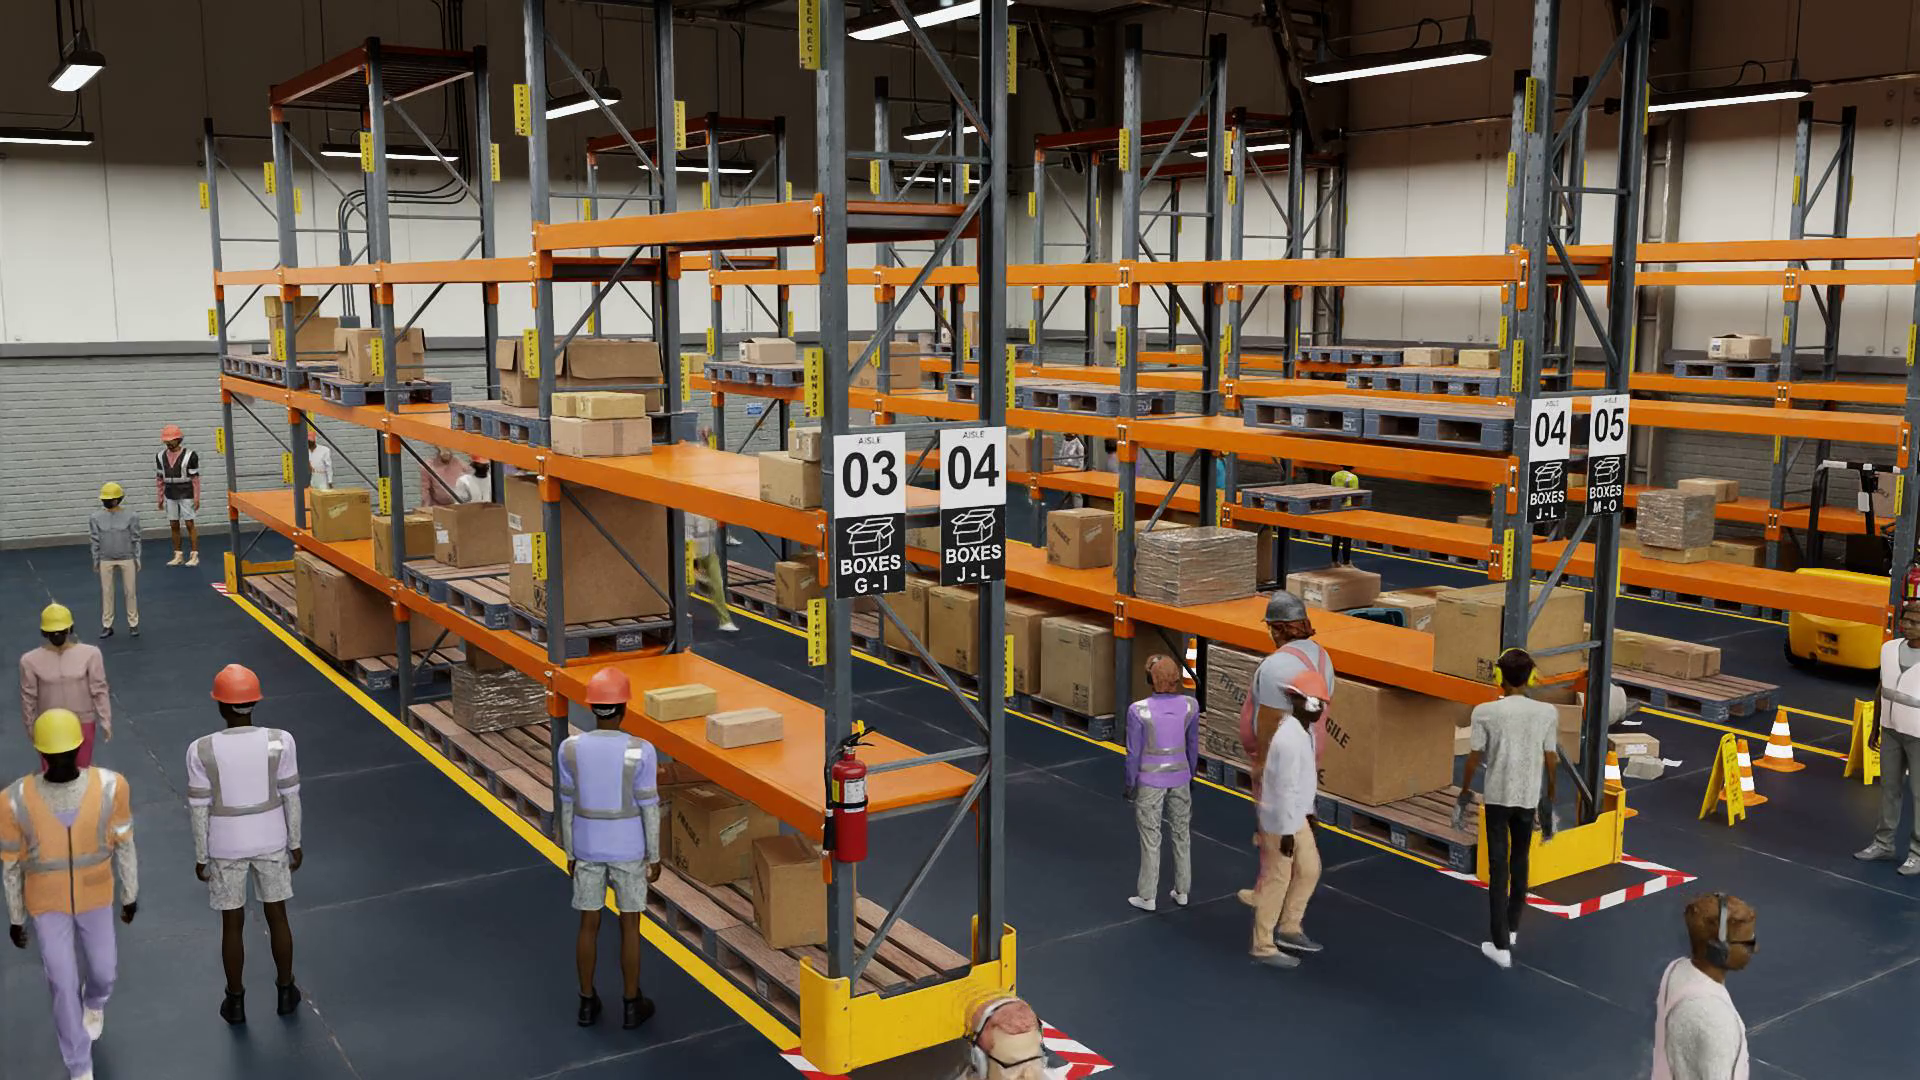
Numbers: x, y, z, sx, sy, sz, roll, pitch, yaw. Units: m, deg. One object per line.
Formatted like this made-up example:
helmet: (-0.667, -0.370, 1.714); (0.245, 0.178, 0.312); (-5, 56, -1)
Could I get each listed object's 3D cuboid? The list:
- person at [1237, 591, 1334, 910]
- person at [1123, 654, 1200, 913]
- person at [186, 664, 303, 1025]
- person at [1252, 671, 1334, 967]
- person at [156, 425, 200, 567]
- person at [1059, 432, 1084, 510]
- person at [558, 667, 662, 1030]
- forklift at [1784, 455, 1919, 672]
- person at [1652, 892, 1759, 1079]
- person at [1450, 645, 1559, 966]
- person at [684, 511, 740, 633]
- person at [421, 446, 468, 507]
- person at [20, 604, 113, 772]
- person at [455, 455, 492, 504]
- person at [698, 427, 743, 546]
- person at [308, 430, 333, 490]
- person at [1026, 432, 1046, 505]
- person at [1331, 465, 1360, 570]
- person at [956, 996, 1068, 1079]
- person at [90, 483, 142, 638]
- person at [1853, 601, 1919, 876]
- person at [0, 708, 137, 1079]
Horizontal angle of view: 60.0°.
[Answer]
person: (2.055, 1.313, 10.617); (0.535, 2.000, 0.689); (8, 11, 42)
person: (1.273, 1.532, 10.489); (0.511, 1.641, 0.309); (-3, 9, -20)
person: (-3.818, 1.619, 8.918); (0.551, 1.940, 0.352); (-4, 10, -26)
person: (1.952, 1.617, 9.706); (0.435, 1.714, 0.569); (3, 9, 20)
person: (-11.059, -0.616, 23.510); (0.611, 2.031, 0.411); (1, 9, 4)
person: (1.804, -1.045, 27.040); (0.403, 1.824, 0.588); (-5, 10, -29)
person: (-1.850, 1.631, 8.873); (0.540, 1.930, 0.387); (1, 9, 7)
forklift: (9.643, 0.253, 17.172); (2.313, 2.155, 1.214); (-6, 10, -33)
person: (2.571, 2.130, 5.954); (0.844, 1.817, 0.516); (2, 9, 11)
person: (3.190, 1.536, 9.792); (0.574, 1.863, 0.574); (0, 9, 0)
person: (-2.981, 0.112, 19.118); (0.924, 1.892, 0.598); (7, 11, 38)
person: (-7.176, -0.479, 23.188); (0.652, 1.859, 0.993); (-4, 9, -23)
person: (-6.228, 1.312, 11.626); (0.540, 1.731, 0.821); (-5, 10, -31)
person: (-5.986, -0.178, 20.724); (0.614, 2.003, 1.026); (-5, 10, -29)
person: (-3.902, -0.810, 25.396); (1.012, 1.858, 0.635); (2, 9, 13)
person: (-10.338, -0.936, 26.601); (0.574, 1.737, 0.354); (-3, 9, -18)
person: (1.408, -1.421, 30.198); (0.370, 1.620, 0.537); (8, 12, 44)
person: (5.362, -0.391, 23.107); (0.315, 1.696, 0.541); (-4, 9, -24)
person: (0.130, 2.252, 4.867); (0.646, 1.892, 0.442); (-5, 10, -29)
person: (-9.513, 0.226, 18.773); (0.526, 1.765, 0.329); (-3, 9, -17)
person: (6.412, 1.318, 11.215); (0.389, 1.850, 0.567); (-3, 9, -22)
person: (-4.400, 1.739, 8.233); (0.591, 1.908, 0.704); (-6, 10, -33)
